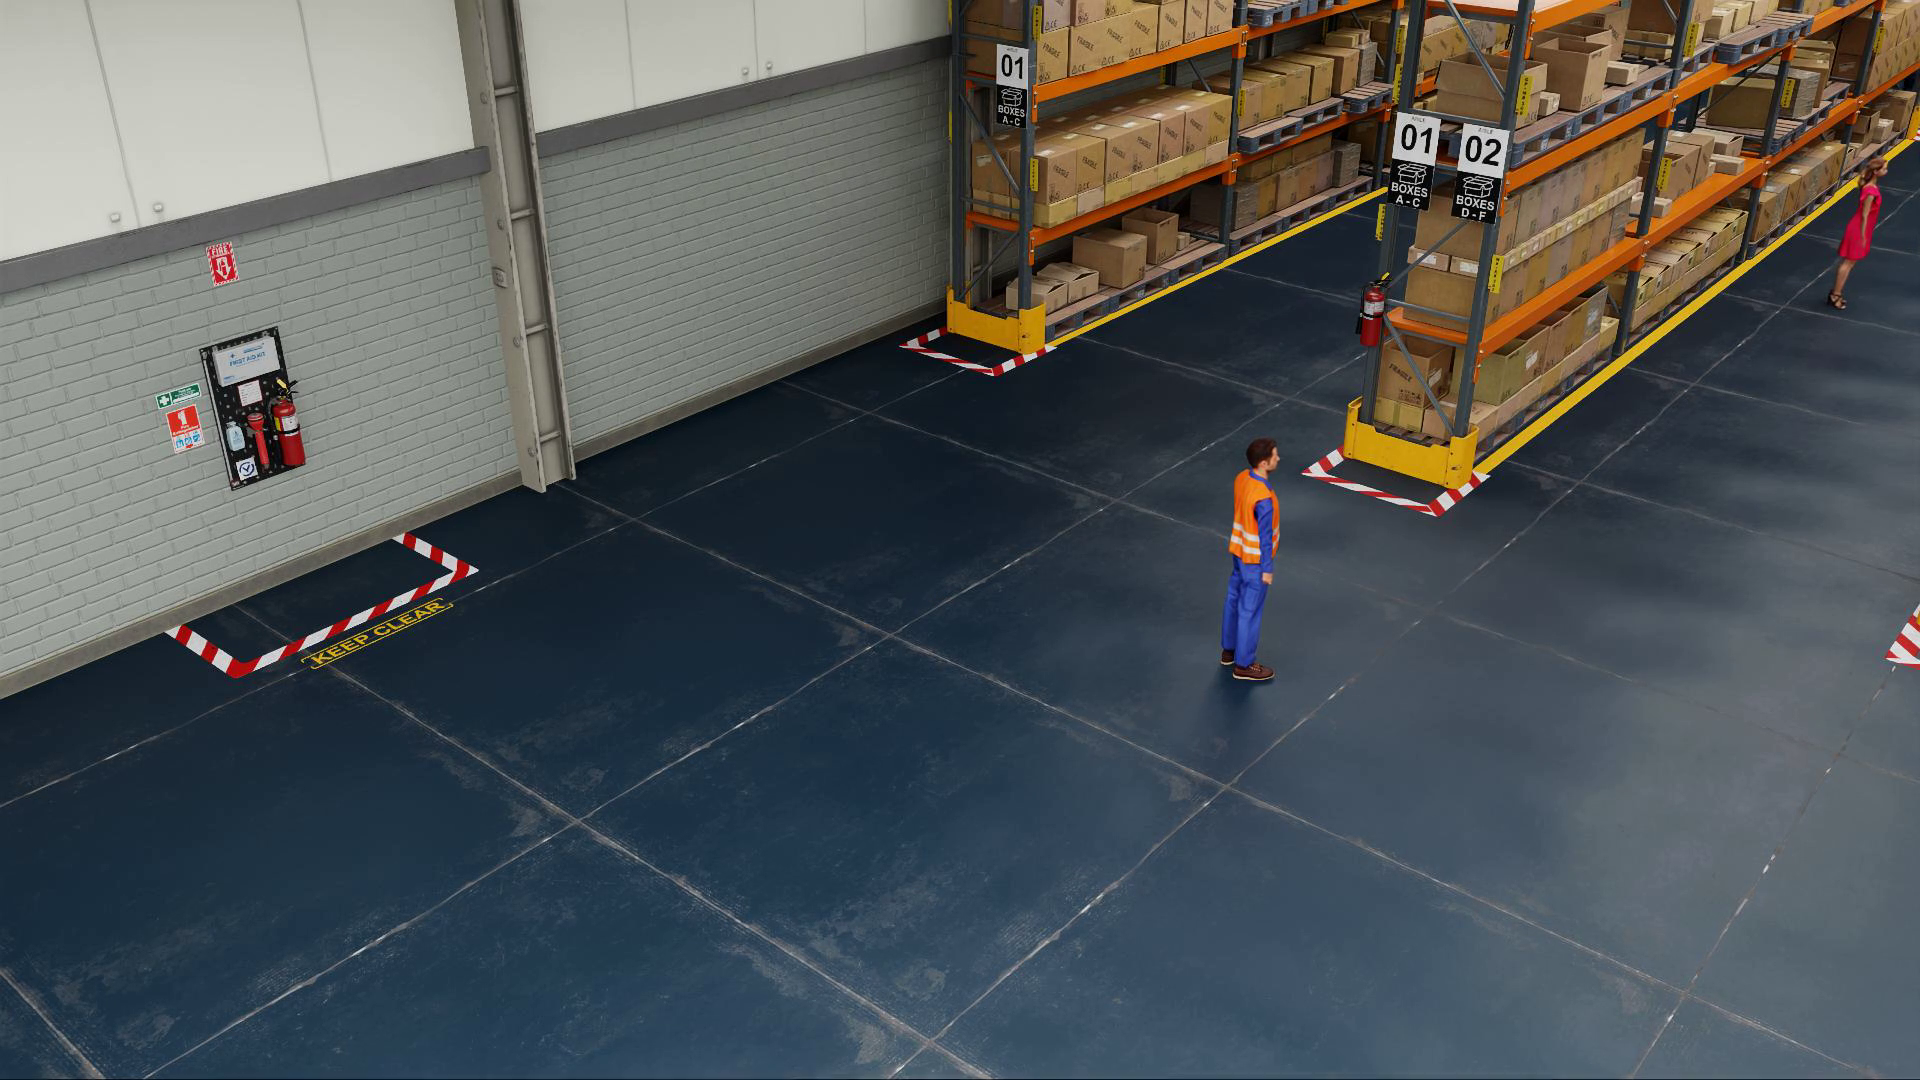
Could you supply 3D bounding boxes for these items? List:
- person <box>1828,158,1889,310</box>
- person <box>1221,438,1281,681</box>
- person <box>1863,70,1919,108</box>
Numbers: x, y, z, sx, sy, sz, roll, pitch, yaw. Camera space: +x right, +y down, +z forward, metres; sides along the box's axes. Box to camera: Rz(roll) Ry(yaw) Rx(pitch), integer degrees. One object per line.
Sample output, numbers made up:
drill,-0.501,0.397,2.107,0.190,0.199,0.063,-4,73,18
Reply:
person,10.116,-3.469,18.755,0.695,1.722,0.564,12,30,21
person,2.083,0.119,11.865,0.812,1.864,0.785,-7,29,-12
person,14.944,-7.627,26.480,0.792,1.799,1.039,17,32,29
